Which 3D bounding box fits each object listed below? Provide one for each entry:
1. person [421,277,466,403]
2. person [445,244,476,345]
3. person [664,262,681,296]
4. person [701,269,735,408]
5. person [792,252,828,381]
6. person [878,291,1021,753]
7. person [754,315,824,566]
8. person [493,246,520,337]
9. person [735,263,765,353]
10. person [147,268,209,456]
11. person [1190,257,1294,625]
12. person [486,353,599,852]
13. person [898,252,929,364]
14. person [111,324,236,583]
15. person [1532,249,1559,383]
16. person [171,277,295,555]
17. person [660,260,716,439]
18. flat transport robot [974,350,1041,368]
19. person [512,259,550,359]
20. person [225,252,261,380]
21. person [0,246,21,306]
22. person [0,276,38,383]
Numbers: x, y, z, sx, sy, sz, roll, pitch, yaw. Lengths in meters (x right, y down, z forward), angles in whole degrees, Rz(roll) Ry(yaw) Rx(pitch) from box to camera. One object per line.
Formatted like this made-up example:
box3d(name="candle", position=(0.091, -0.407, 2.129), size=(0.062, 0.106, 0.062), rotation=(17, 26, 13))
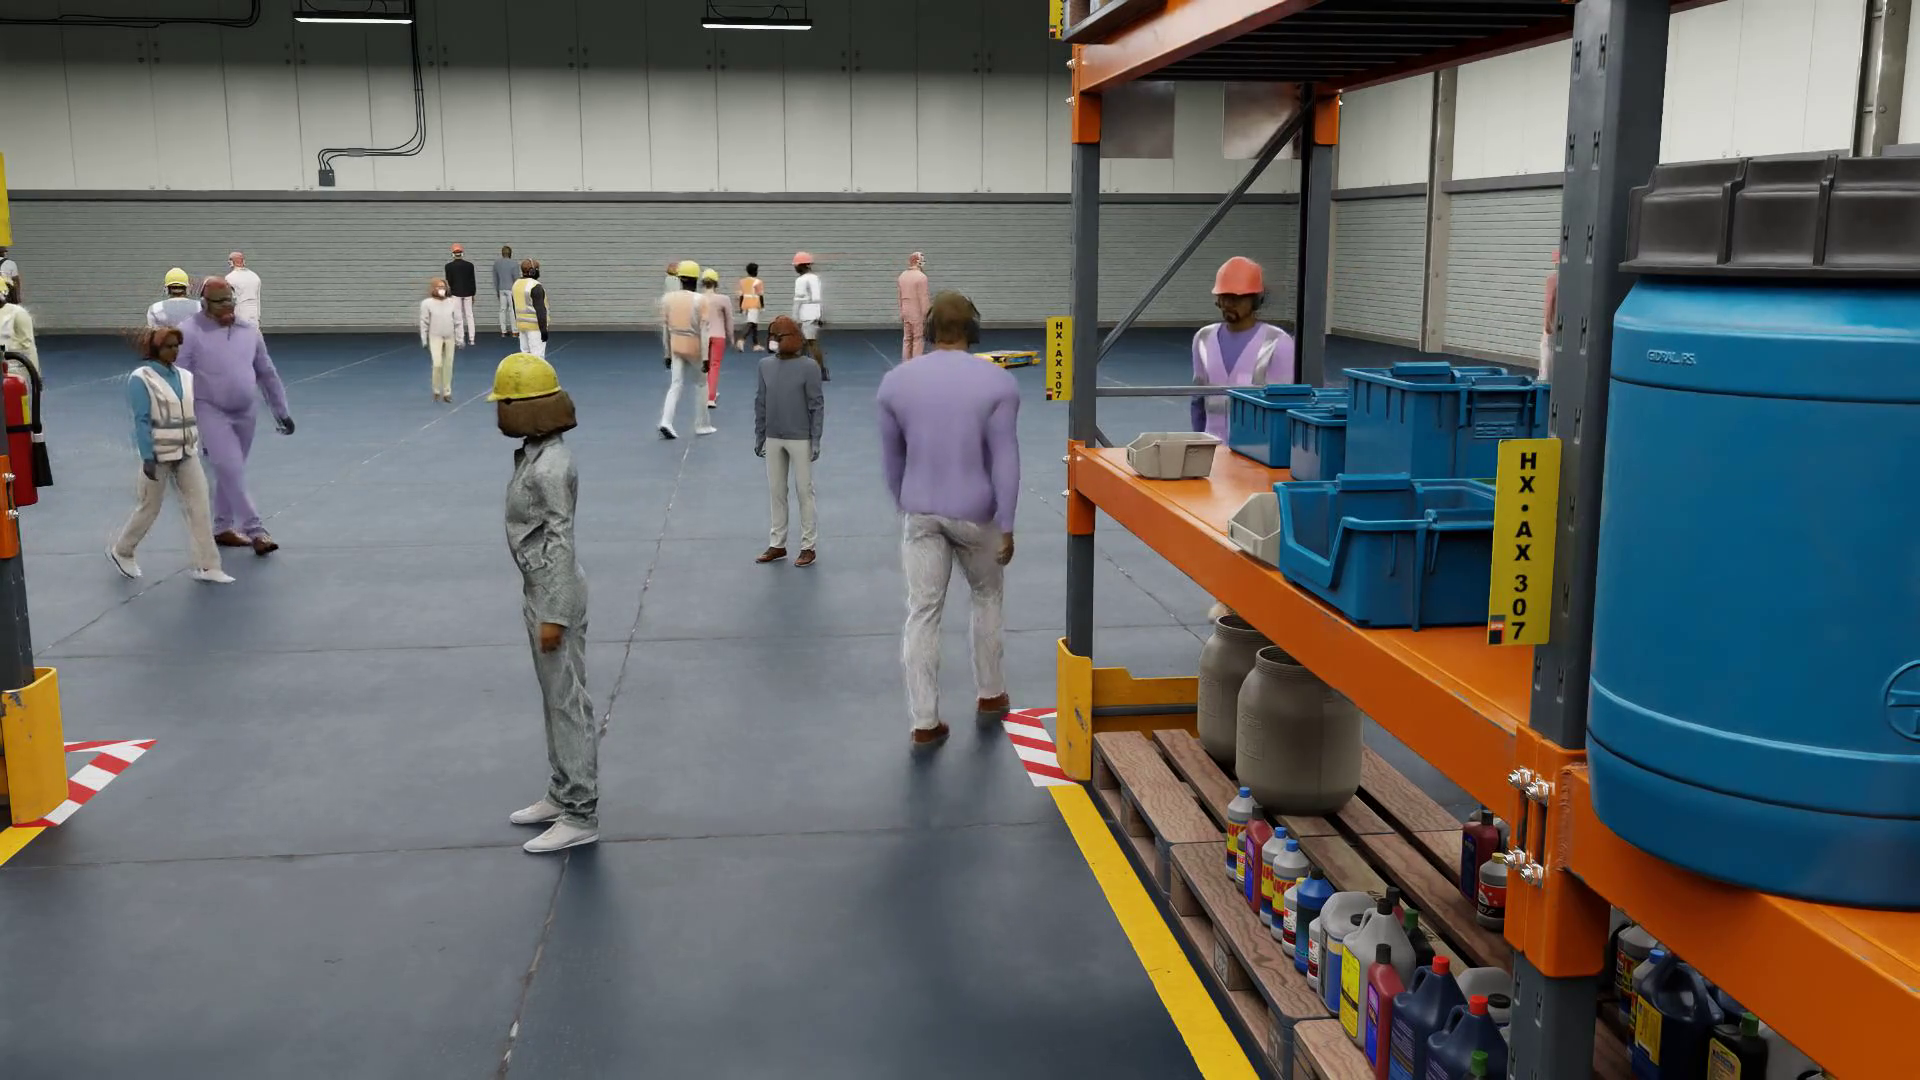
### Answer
box3d(name="person", position=(-6.623, -2.553, 21.329), size=(0.515, 1.615, 0.474), rotation=(-7, 13, -35))
box3d(name="person", position=(-9.875, -4.844, 32.879), size=(0.611, 1.985, 0.394), rotation=(-8, 13, -36))
box3d(name="person", position=(-5.575, -4.588, 32.445), size=(0.281, 1.632, 0.503), rotation=(-9, 14, -40))
box3d(name="person", position=(-3.115, -2.539, 20.966), size=(0.525, 1.717, 0.920), rotation=(1, 10, 6))
box3d(name="person", position=(-2.359, -3.315, 24.757), size=(0.951, 1.887, 0.553), rotation=(4, 11, 22))
box3d(name="person", position=(-0.029, -0.099, 7.111), size=(0.629, 1.891, 0.925), rotation=(2, 11, 13))
box3d(name="person", position=(-1.121, -0.643, 10.816), size=(0.507, 1.631, 0.276), rotation=(5, 12, 28))
box3d(name="person", position=(-9.625, -5.285, 35.424), size=(0.627, 1.940, 0.371), rotation=(4, 11, 19))
box3d(name="person", position=(-3.912, -4.299, 30.758), size=(0.521, 1.664, 0.823), rotation=(8, 13, 39))
box3d(name="person", position=(-7.513, -1.705, 16.089), size=(0.601, 1.831, 0.404), rotation=(-7, 12, -32))
box3d(name="person", position=(1.463, -0.479, 8.833), size=(0.625, 2.024, 0.425), rotation=(7, 13, 35))
box3d(name="person", position=(-1.460, 0.217, 5.814), size=(0.313, 1.738, 0.483), rotation=(-4, 11, -19))
box3d(name="person", position=(-0.653, -3.388, 25.119), size=(0.402, 1.904, 0.652), rotation=(-8, 13, -36))
box3d(name="person", position=(-4.929, -0.529, 10.267), size=(0.805, 1.610, 0.519), rotation=(4, 11, 20))
box3d(name="person", position=(8.396, -3.096, 23.330), size=(0.639, 1.961, 0.807), rotation=(-2, 11, -12))
box3d(name="person", position=(-4.855, -0.830, 11.201), size=(0.930, 1.851, 0.781), rotation=(6, 12, 31))
box3d(name="person", position=(-2.919, -2.023, 17.687), size=(0.596, 1.890, 0.930), rotation=(4, 11, 21))
box3d(name="flat transport robot", position=(0.718, -2.995, 27.447), size=(0.652, 0.197, 1.431), rotation=(6, 12, 31))
box3d(name="person", position=(-5.635, -2.782, 21.968), size=(0.625, 1.846, 0.429), rotation=(9, 14, 42))
box3d(name="person", position=(-10.655, -3.304, 24.673), size=(0.400, 1.902, 0.643), rotation=(4, 11, 20))
box3d(name="person", position=(-19.072, -4.922, 33.155), size=(0.684, 2.000, 0.535), rotation=(-2, 10, -10))
box3d(name="person", position=(-8.772, -1.511, 15.085), size=(0.627, 1.805, 0.757), rotation=(3, 11, 17))
